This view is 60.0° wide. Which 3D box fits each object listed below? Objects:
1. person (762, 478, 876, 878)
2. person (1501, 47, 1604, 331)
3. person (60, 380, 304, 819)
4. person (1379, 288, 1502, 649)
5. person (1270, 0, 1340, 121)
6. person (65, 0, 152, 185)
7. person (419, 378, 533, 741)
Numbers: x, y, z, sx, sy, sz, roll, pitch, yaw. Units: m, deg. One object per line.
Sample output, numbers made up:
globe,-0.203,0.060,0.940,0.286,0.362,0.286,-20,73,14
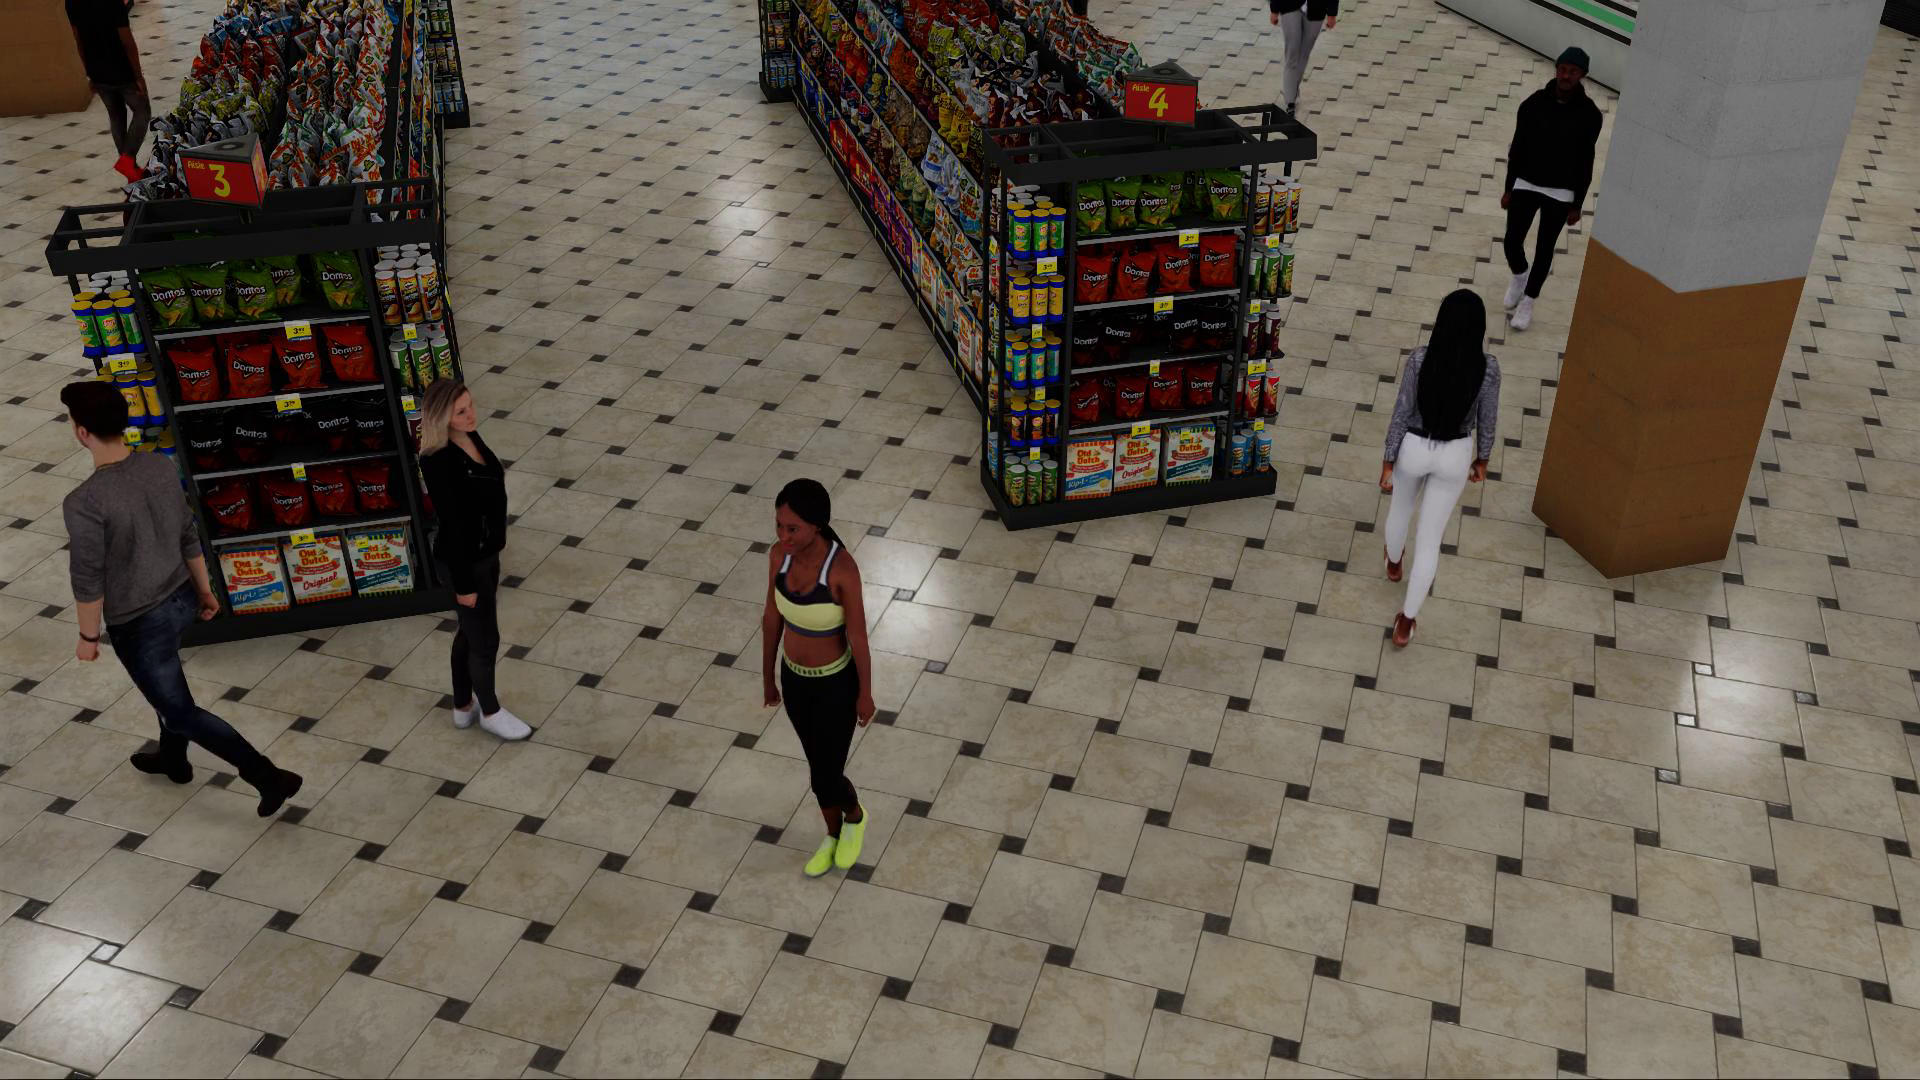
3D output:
person,-0.466,0.499,6.231,0.709,1.746,0.774,19,36,27
person,3.743,-2.252,10.590,0.872,1.811,0.930,15,35,23
person,-3.046,0.305,6.418,1.137,1.876,1.224,8,33,13
person,2.133,-0.280,7.535,0.974,1.690,1.143,9,33,14
person,2.954,-4.602,14.283,1.018,1.900,1.328,4,32,6
person,-6.488,-3.520,12.645,0.808,1.792,0.938,2,32,3
person,-2.067,0.093,6.952,0.788,1.673,0.642,-4,32,-6
